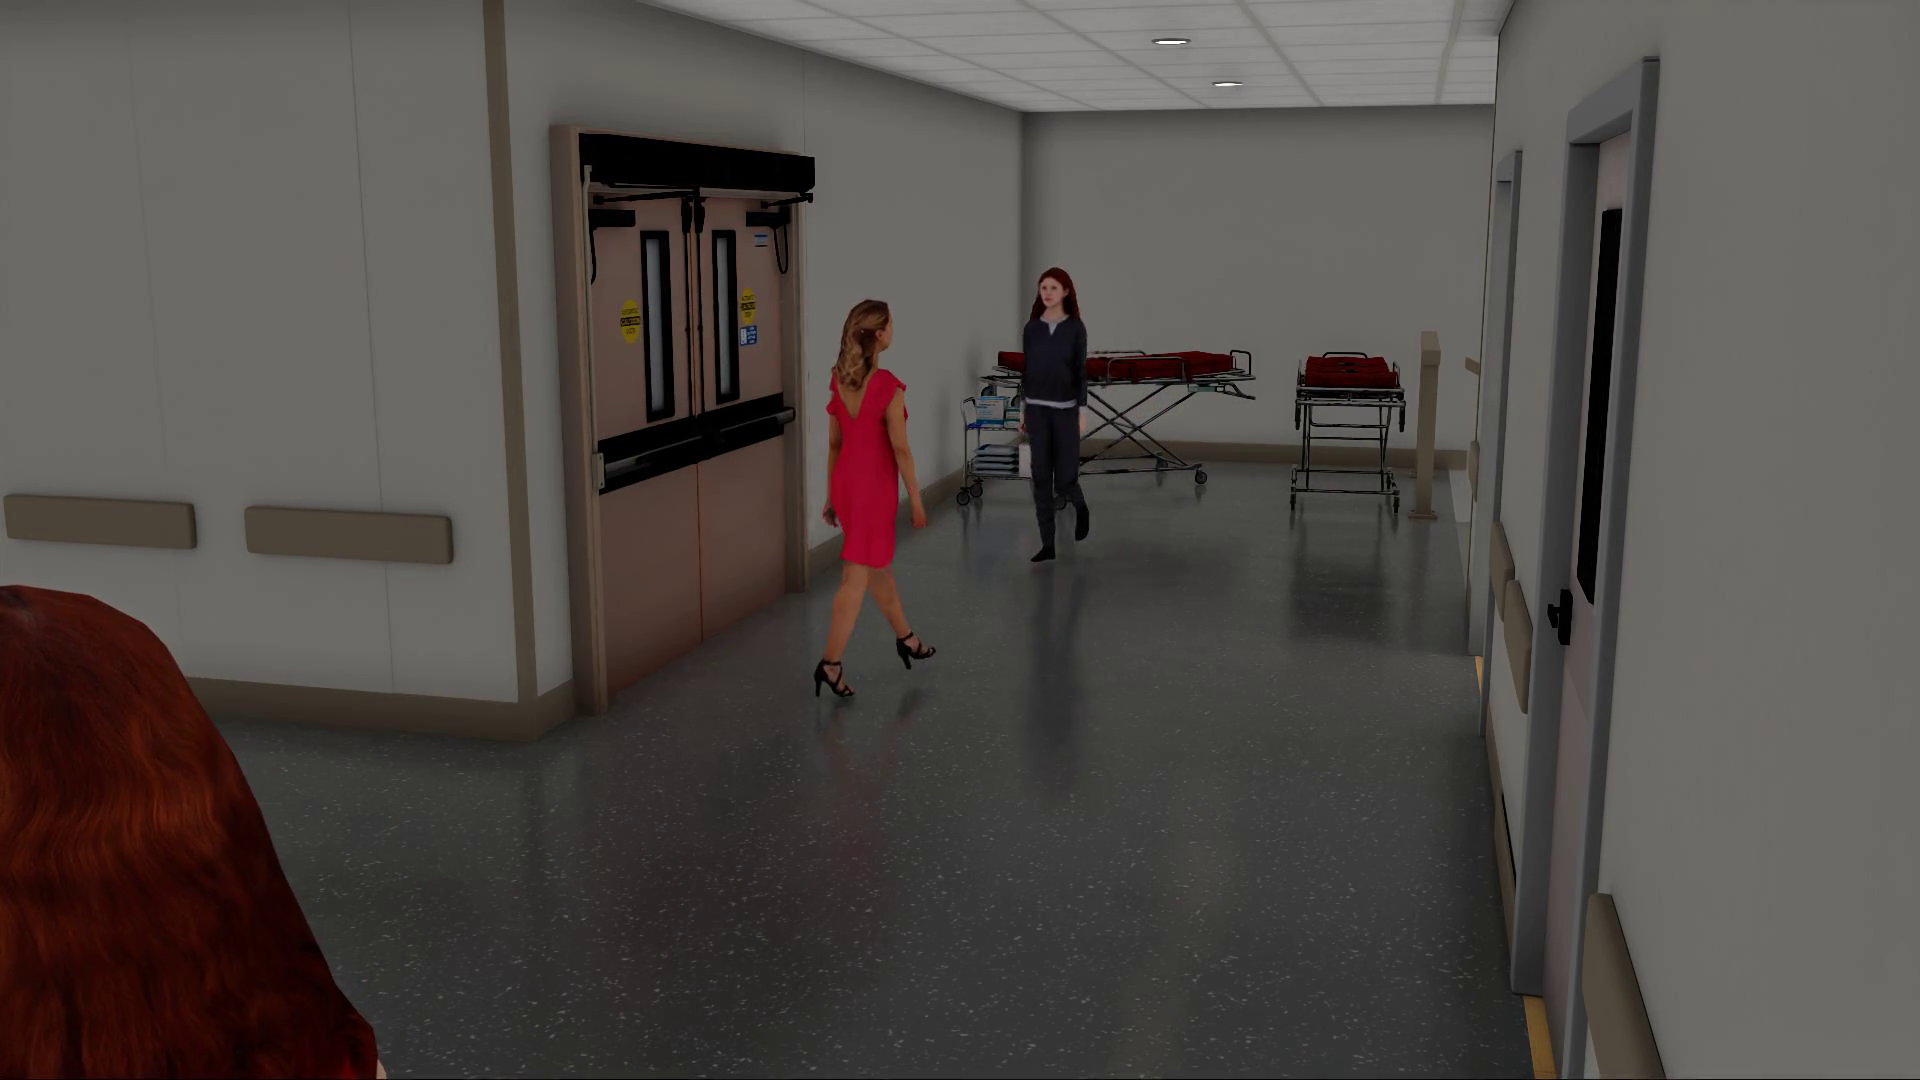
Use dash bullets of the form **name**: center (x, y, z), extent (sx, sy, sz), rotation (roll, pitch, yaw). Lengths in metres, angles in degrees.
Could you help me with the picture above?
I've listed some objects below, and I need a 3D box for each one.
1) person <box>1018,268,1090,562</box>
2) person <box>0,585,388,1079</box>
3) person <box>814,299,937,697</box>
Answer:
- **person**: center (0.598, -0.752, 10.101), extent (0.685, 1.765, 0.854), rotation (6, 12, 27)
- **person**: center (-0.525, 0.928, 1.093), extent (0.709, 1.823, 0.580), rotation (8, 14, 37)
- **person**: center (-0.477, -0.153, 7.129), extent (1.055, 1.697, 0.913), rotation (-9, 14, -41)
